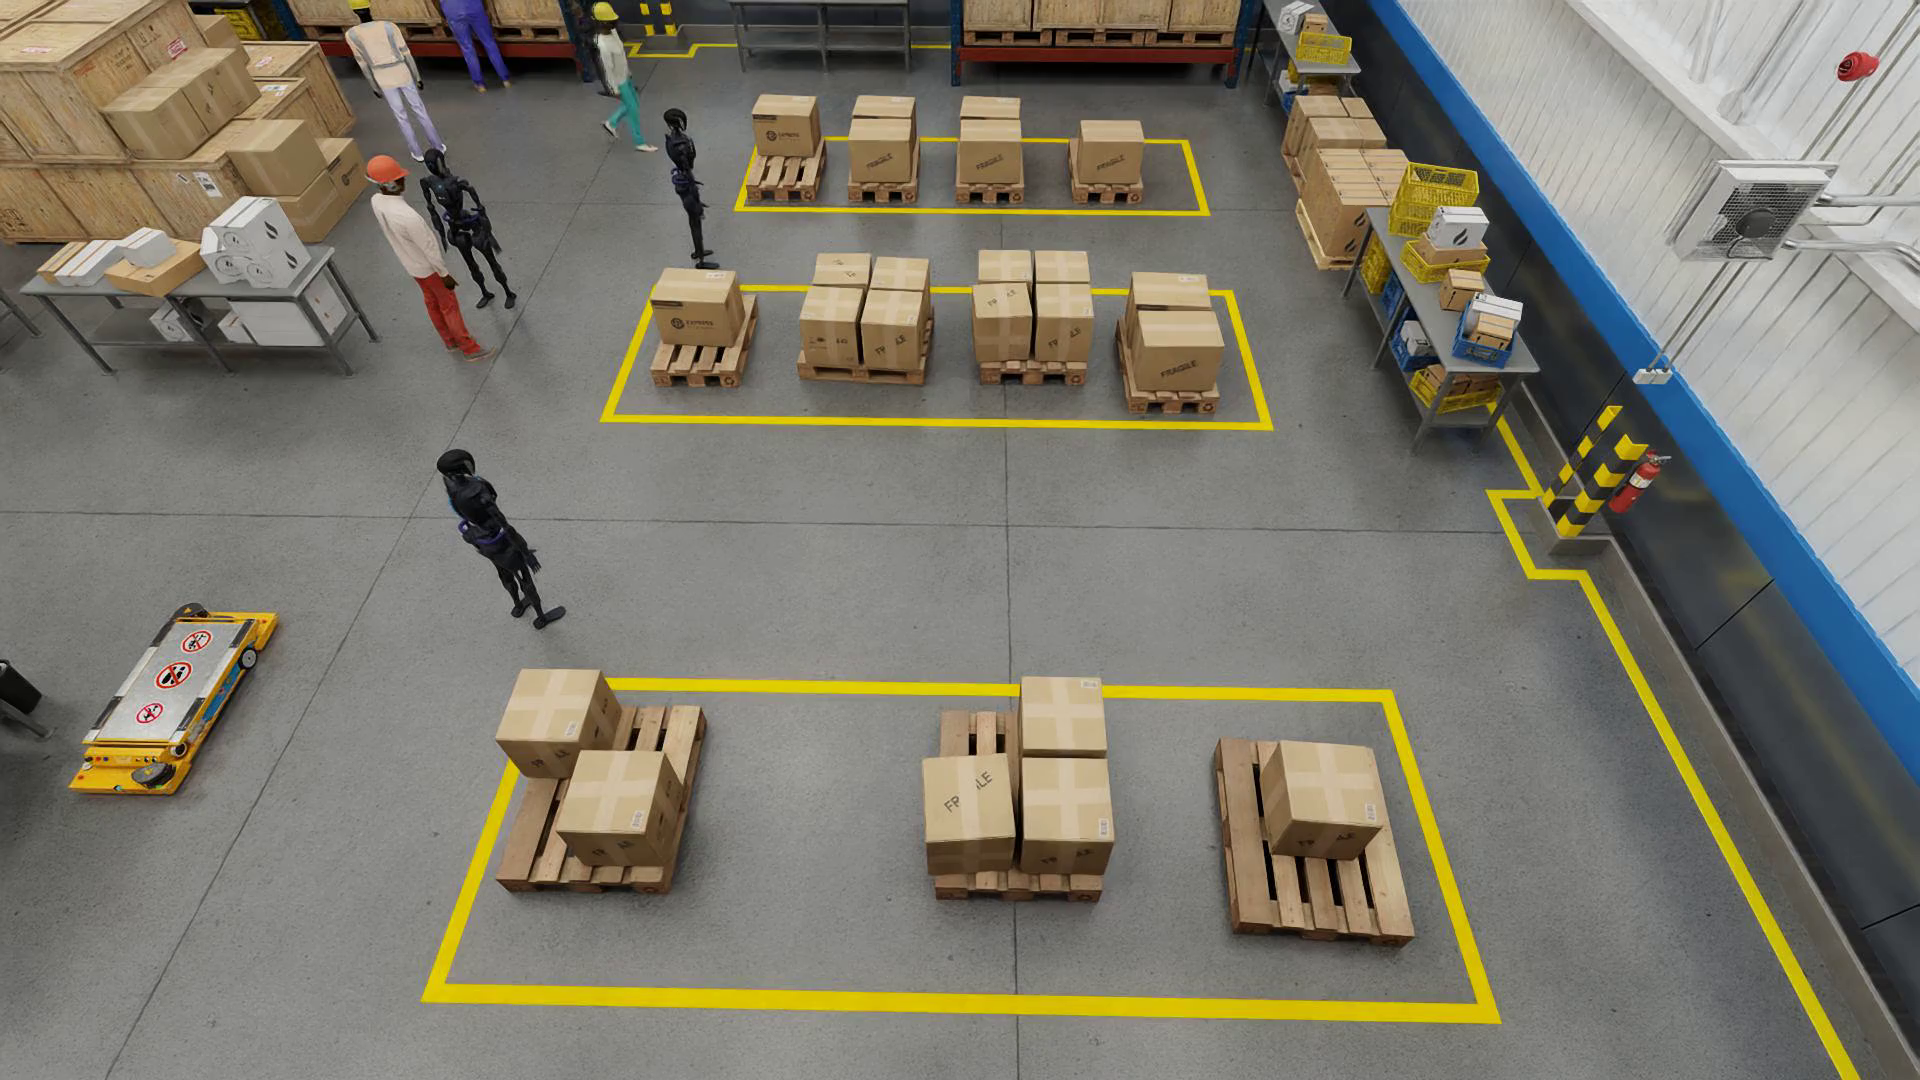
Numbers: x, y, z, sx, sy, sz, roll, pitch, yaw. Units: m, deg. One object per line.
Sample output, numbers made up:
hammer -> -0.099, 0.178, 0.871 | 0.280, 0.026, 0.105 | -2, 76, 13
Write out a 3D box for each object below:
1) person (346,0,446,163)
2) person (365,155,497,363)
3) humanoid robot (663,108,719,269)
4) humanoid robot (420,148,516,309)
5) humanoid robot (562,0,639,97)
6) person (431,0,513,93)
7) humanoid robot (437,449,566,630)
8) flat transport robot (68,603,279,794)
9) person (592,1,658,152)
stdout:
person -> -6.752, -5.500, 10.934 | 0.586, 1.927, 0.360 | -24, 54, -19
person -> -4.869, -2.530, 8.379 | 0.621, 1.989, 0.397 | 28, 55, 22
humanoid robot -> -2.803, -3.642, 9.517 | 0.325, 1.657, 0.596 | -15, 51, -13
humanoid robot -> -4.840, -3.017, 8.986 | 0.587, 1.660, 0.326 | 2, 50, 1
humanoid robot -> -4.843, -6.808, 12.222 | 0.670, 1.641, 0.362 | -15, 51, -13
person -> -6.614, -7.068, 12.188 | 0.680, 2.000, 0.537 | -19, 52, -16
humanoid robot -> -3.252, -0.005, 6.441 | 0.609, 1.656, 0.315 | 25, 54, 20
flat transport robot -> -5.504, 1.072, 6.442 | 0.652, 0.197, 1.431 | 1, 50, 1
person -> -4.182, -5.598, 11.131 | 0.558, 1.747, 0.534 | -3, 50, -2
